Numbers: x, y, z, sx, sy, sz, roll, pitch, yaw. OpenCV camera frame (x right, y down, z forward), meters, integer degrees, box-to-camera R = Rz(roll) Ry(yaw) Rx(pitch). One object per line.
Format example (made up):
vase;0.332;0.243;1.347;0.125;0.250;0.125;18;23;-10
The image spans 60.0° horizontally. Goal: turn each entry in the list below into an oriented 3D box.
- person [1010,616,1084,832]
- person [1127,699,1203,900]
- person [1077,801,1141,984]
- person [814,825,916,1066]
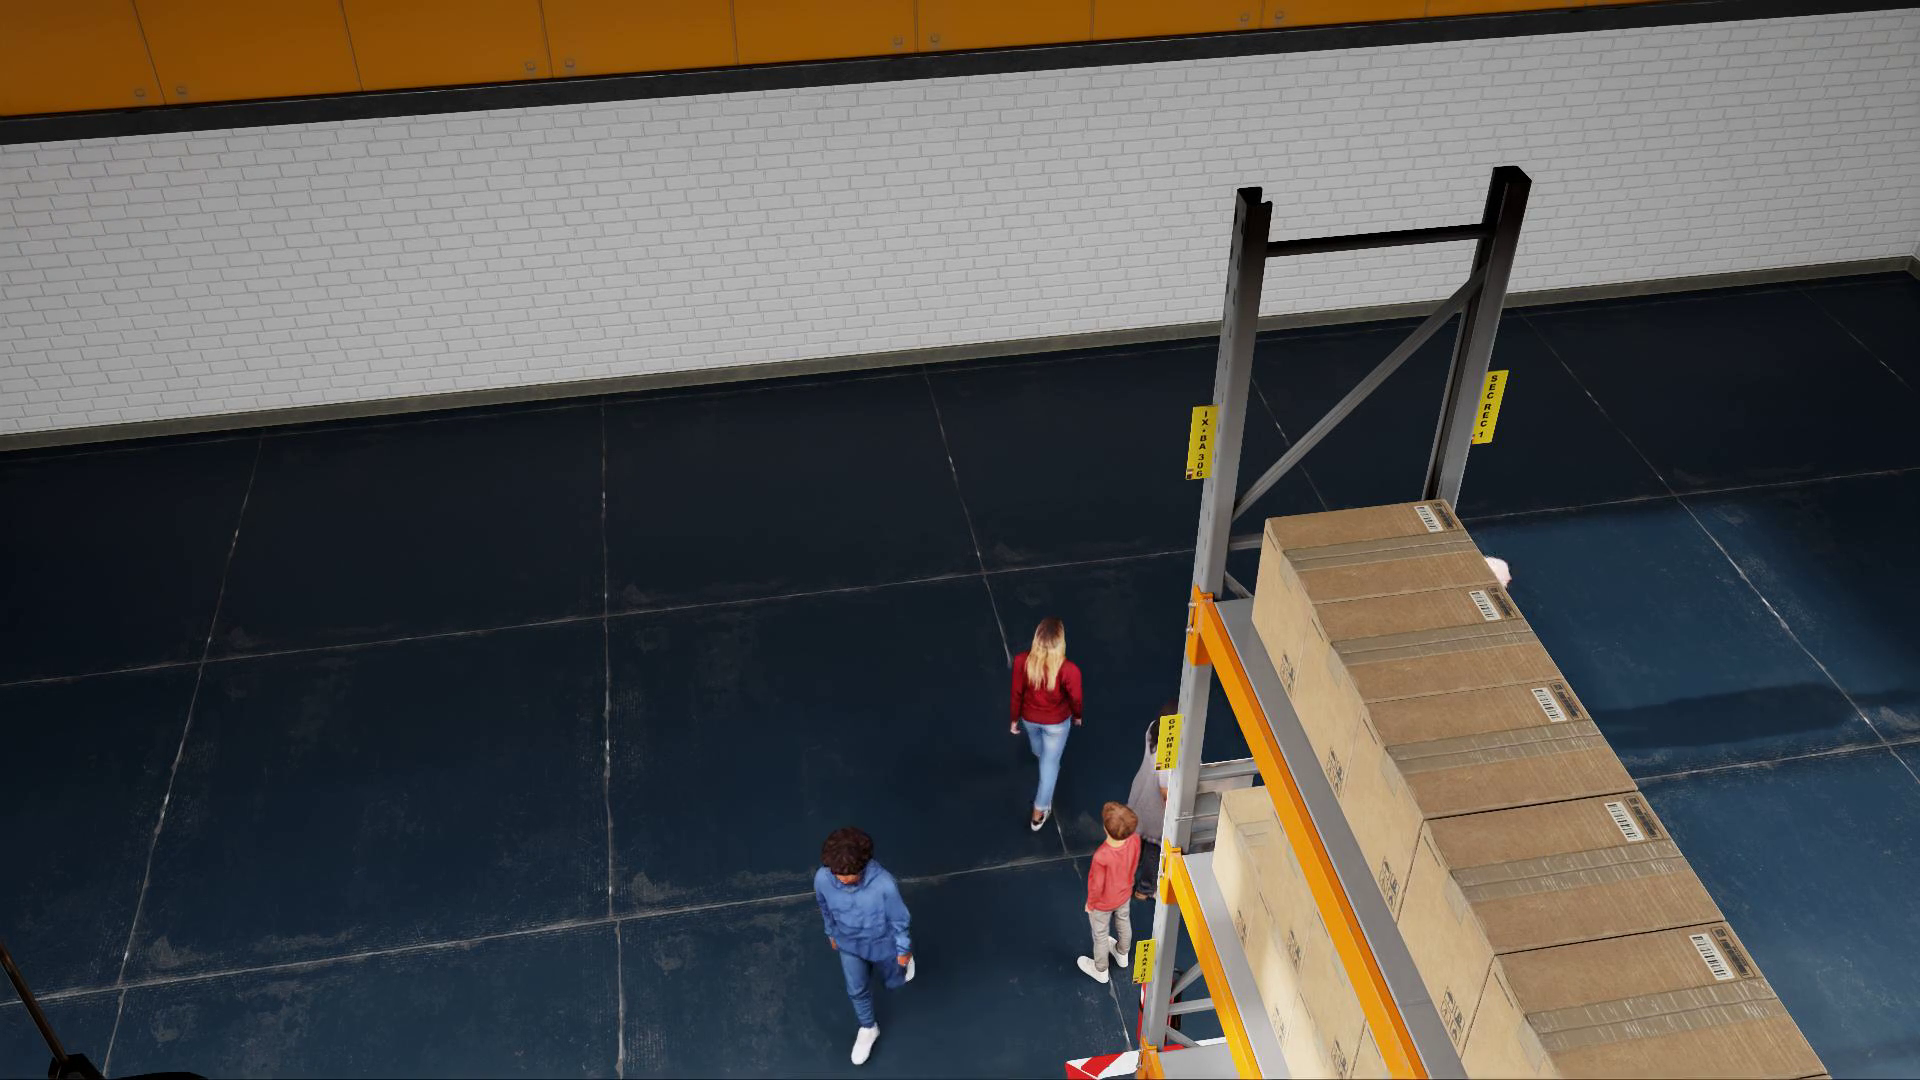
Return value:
person;0.537;1.231;10.892;0.941;1.581;1.155;11;40;14
person;1.245;1.595;10.417;0.681;1.605;0.586;-5;39;-6
person;0.907;2.100;9.936;0.587;1.416;0.595;-26;45;-29
person;-0.498;2.200;9.516;0.961;1.784;1.112;6;39;8
